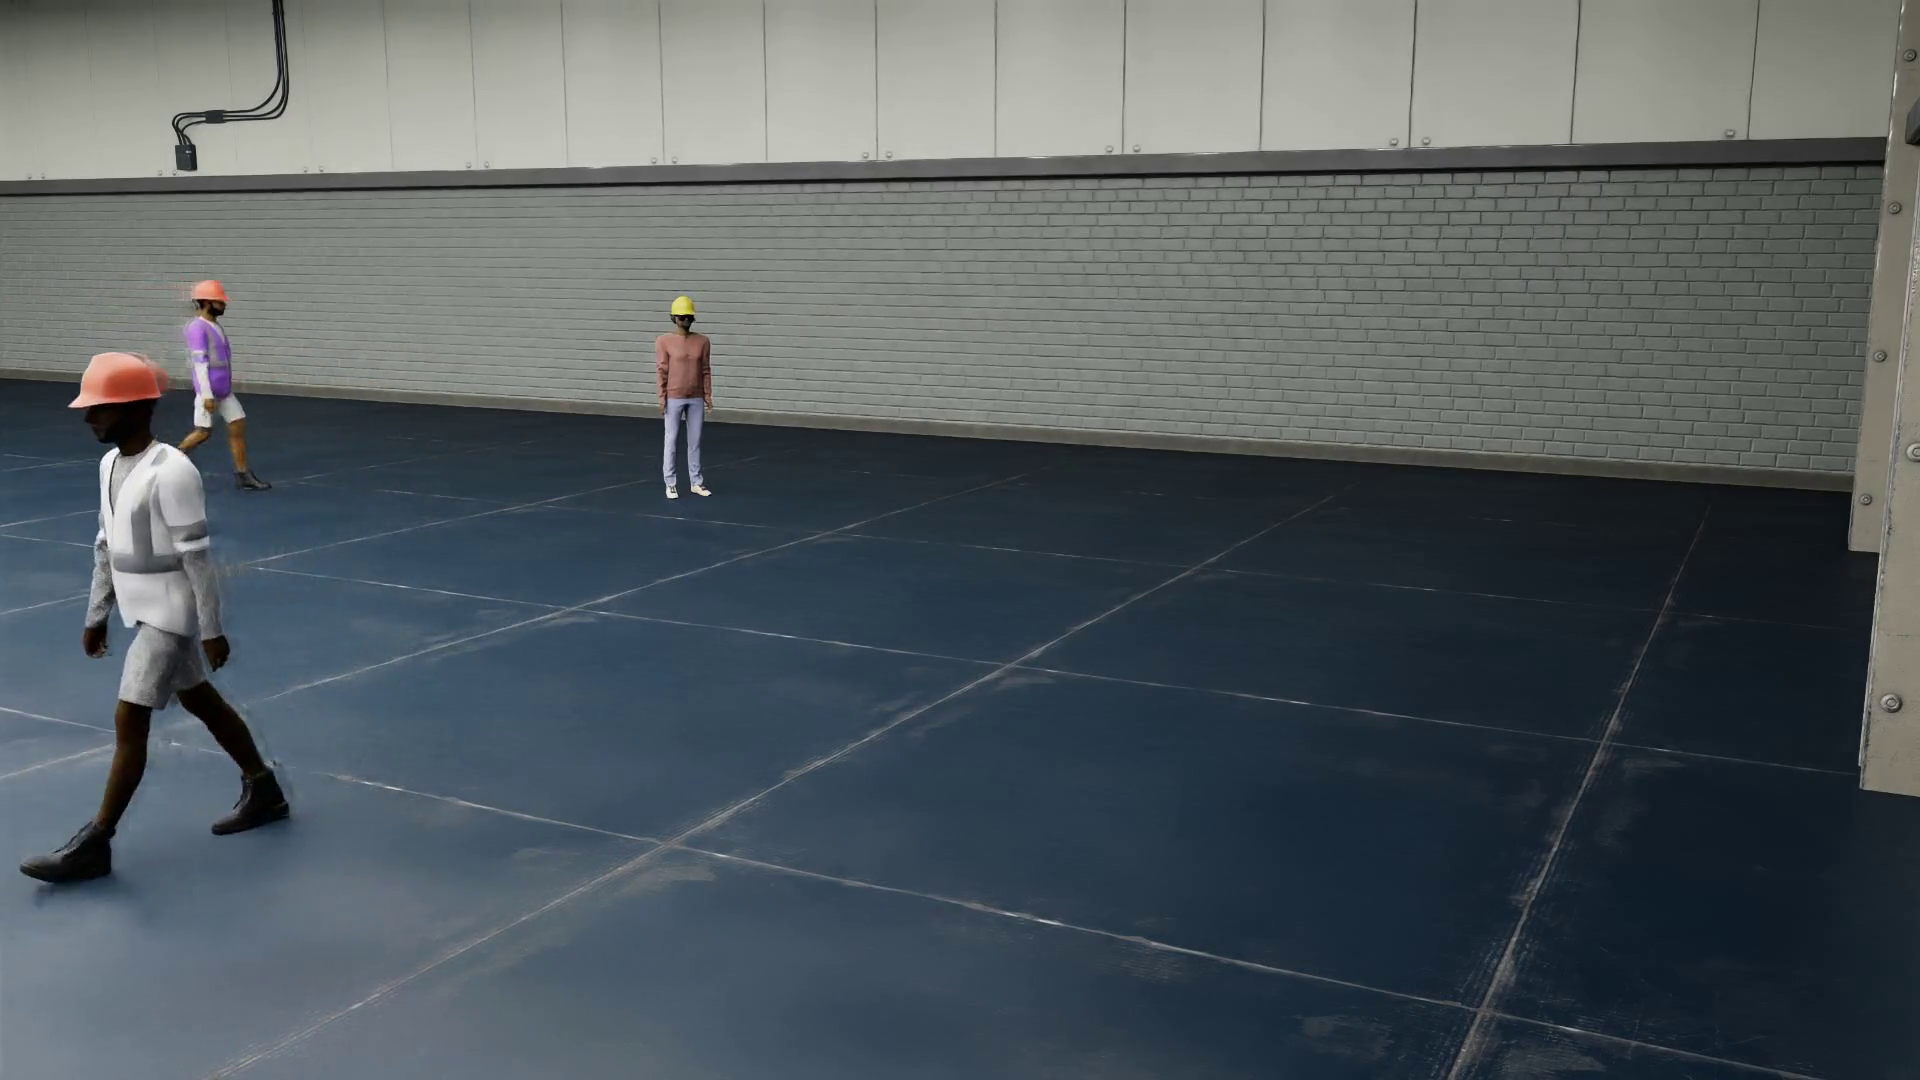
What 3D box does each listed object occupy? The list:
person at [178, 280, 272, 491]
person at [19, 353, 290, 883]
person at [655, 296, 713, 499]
[{"bbox_3d":[-6.729,-1.367,14.864,0.927,1.908,0.549,0,10,1],"label":"person"},{"bbox_3d":[-2.966,0.254,6.104,0.567,1.883,1.012,10,14,42],"label":"person"},{"bbox_3d":[-2.411,-1.245,14.585,0.525,1.769,0.309,-7,13,-34],"label":"person"}]
